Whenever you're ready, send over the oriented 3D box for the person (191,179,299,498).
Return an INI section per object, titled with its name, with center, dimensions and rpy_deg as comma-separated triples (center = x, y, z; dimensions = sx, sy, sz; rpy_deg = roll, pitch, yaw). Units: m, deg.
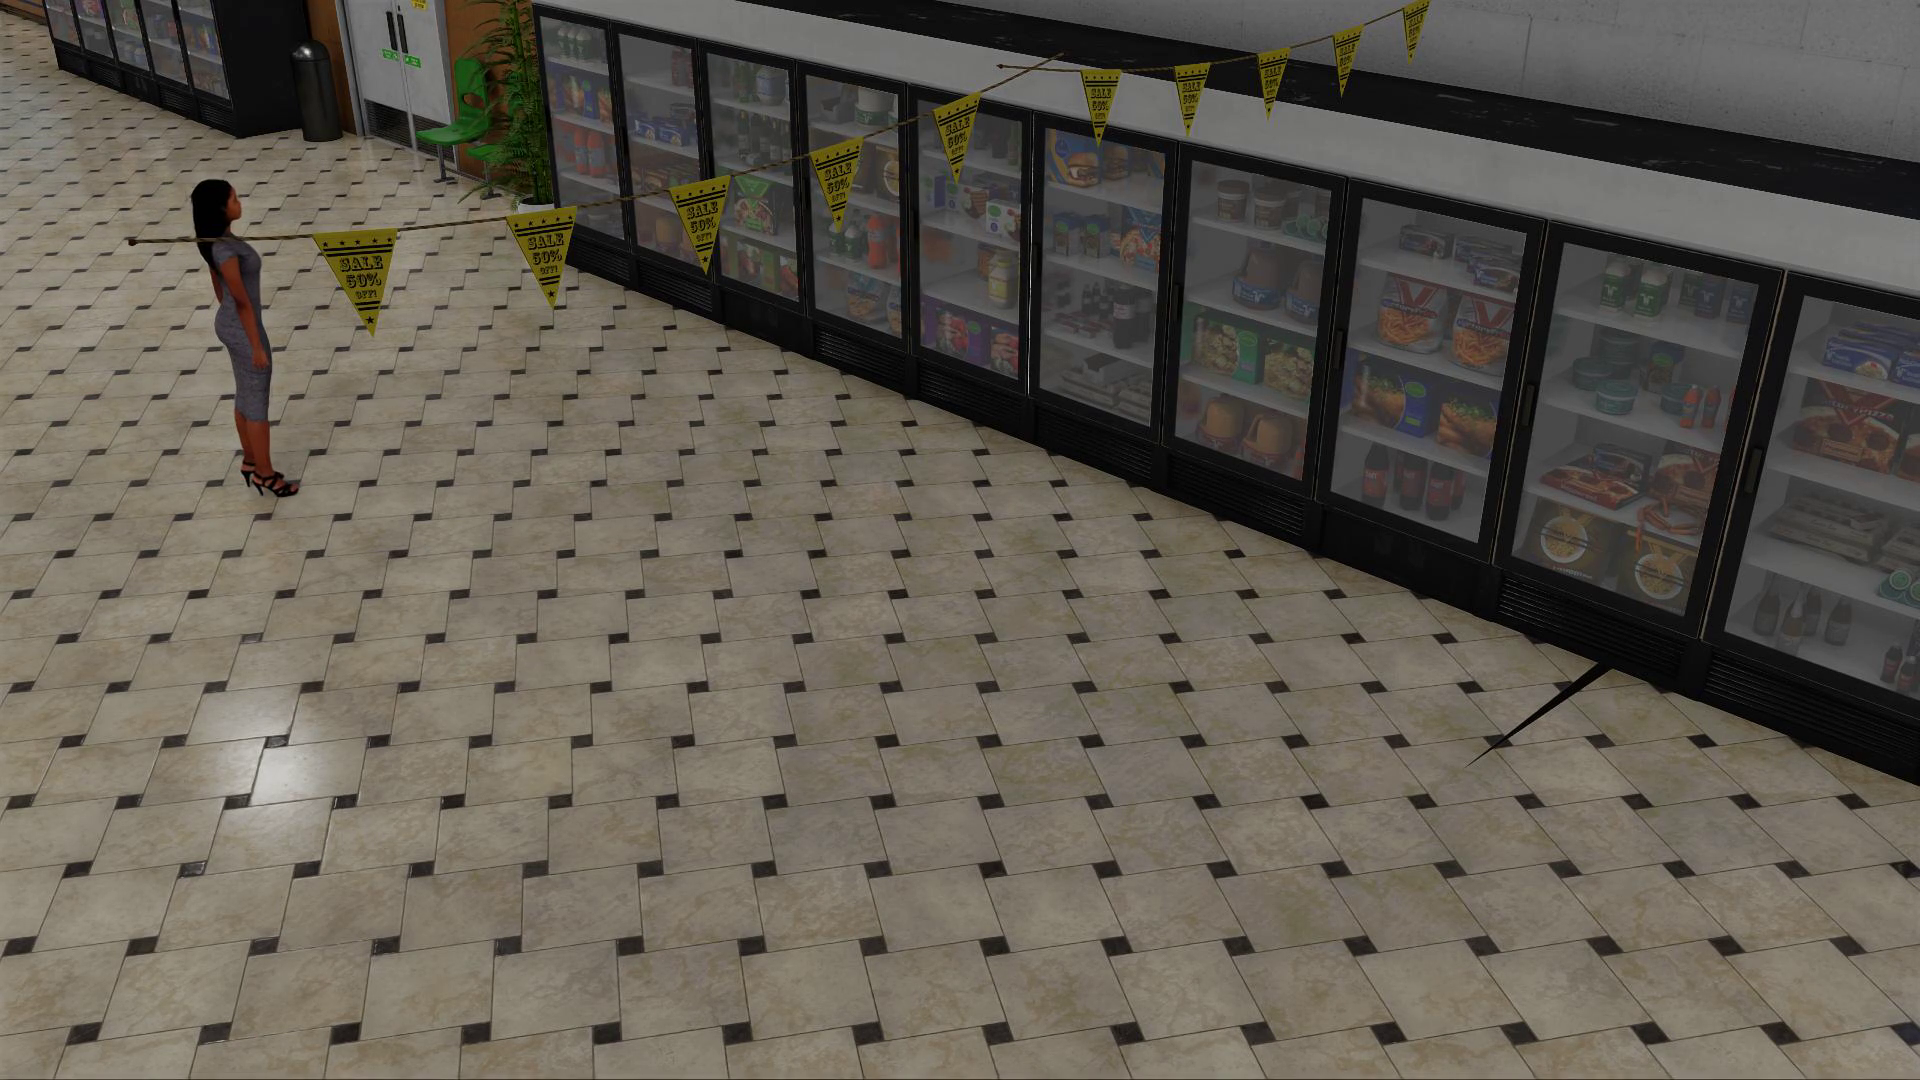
[person]
center = -3.939, -1.095, 9.125
dimensions = 0.580, 1.781, 0.623
rpy_deg = -17, 32, -31
